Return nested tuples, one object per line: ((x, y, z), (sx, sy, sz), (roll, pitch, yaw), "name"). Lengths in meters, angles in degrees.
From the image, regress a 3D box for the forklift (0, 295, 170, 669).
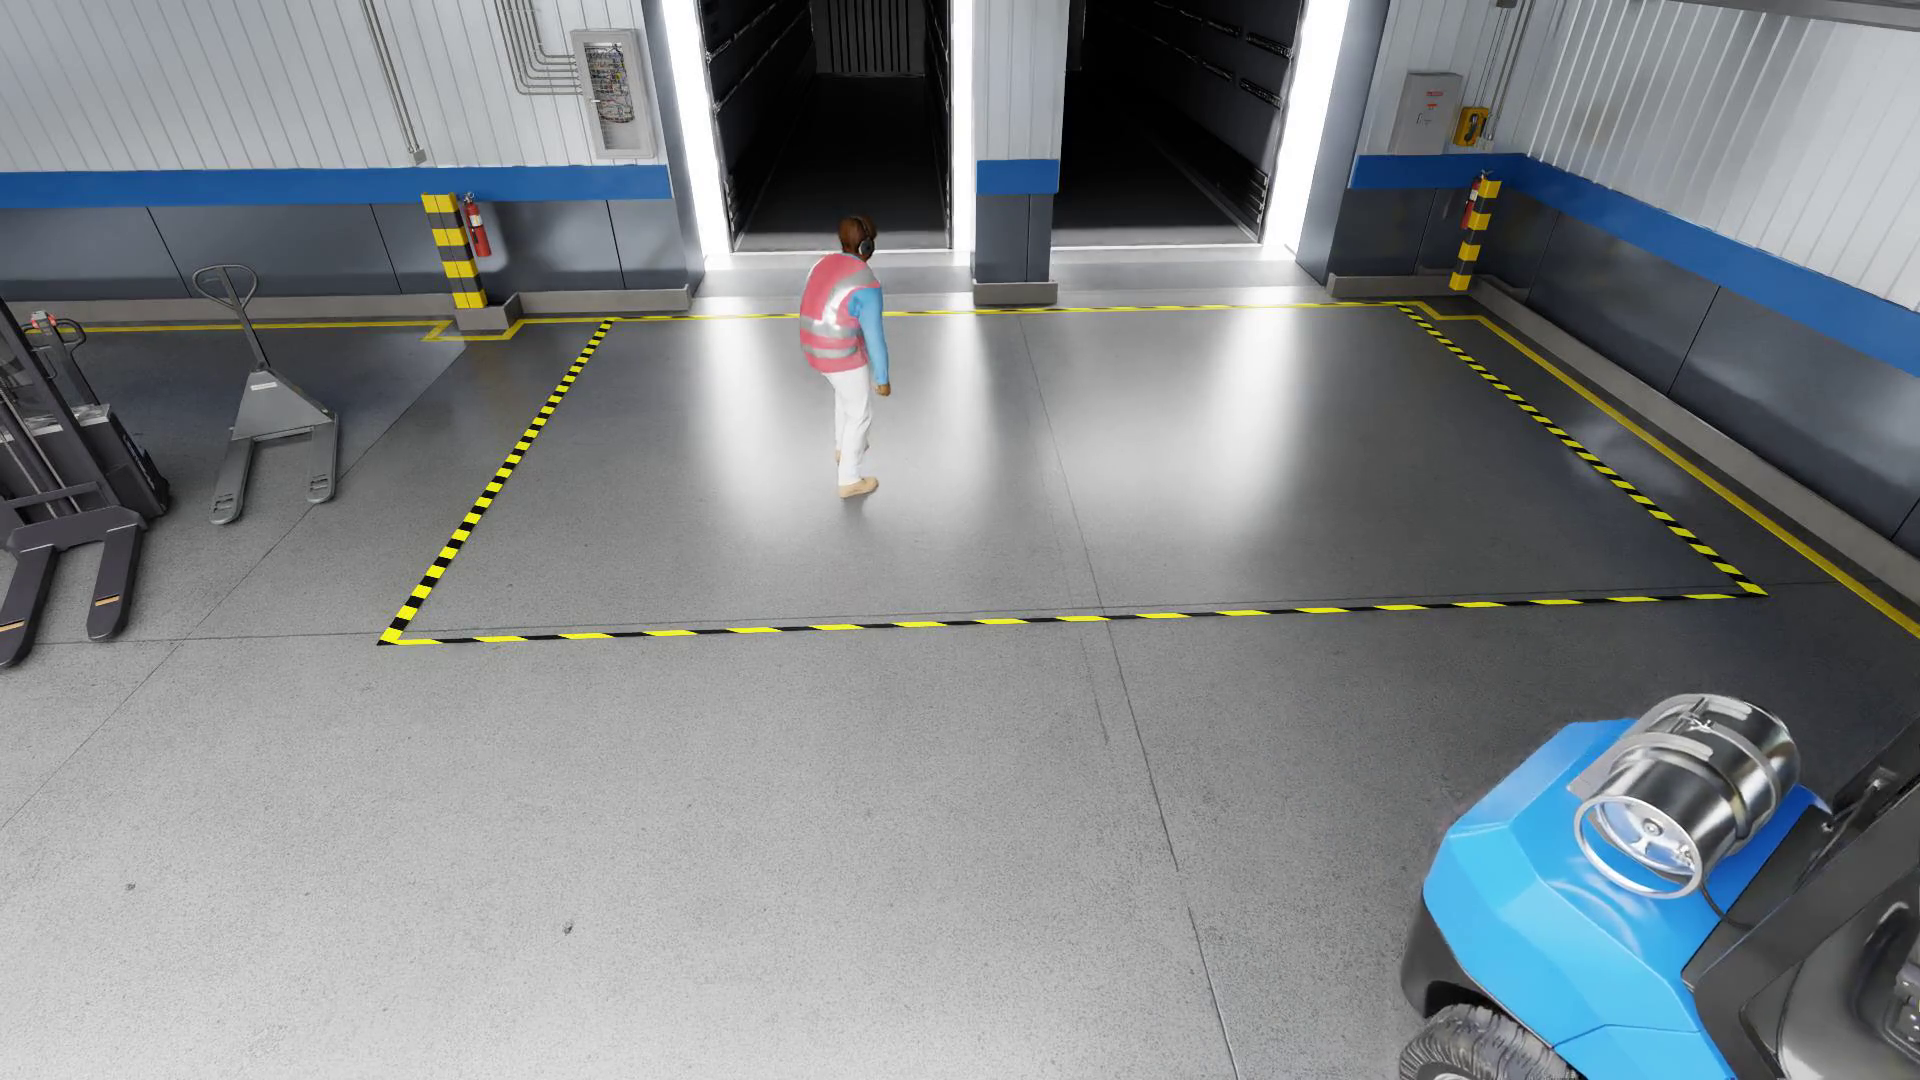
((-5.212, -0.618, 4.878), (0.823, 1.965, 1.885), (-20, 39, -26), "forklift")

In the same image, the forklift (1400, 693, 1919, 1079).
((2.597, 1.182, 1.981), (1.157, 2.036, 2.680), (-22, 41, -29), "forklift")

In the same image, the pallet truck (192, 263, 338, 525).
((-4.778, -1.027, 6.128), (0.680, 1.201, 1.601), (-17, 38, -23), "pallet truck")

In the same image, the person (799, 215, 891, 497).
((-0.738, -1.199, 5.980), (0.621, 1.701, 0.809), (-26, 42, -32), "person")
